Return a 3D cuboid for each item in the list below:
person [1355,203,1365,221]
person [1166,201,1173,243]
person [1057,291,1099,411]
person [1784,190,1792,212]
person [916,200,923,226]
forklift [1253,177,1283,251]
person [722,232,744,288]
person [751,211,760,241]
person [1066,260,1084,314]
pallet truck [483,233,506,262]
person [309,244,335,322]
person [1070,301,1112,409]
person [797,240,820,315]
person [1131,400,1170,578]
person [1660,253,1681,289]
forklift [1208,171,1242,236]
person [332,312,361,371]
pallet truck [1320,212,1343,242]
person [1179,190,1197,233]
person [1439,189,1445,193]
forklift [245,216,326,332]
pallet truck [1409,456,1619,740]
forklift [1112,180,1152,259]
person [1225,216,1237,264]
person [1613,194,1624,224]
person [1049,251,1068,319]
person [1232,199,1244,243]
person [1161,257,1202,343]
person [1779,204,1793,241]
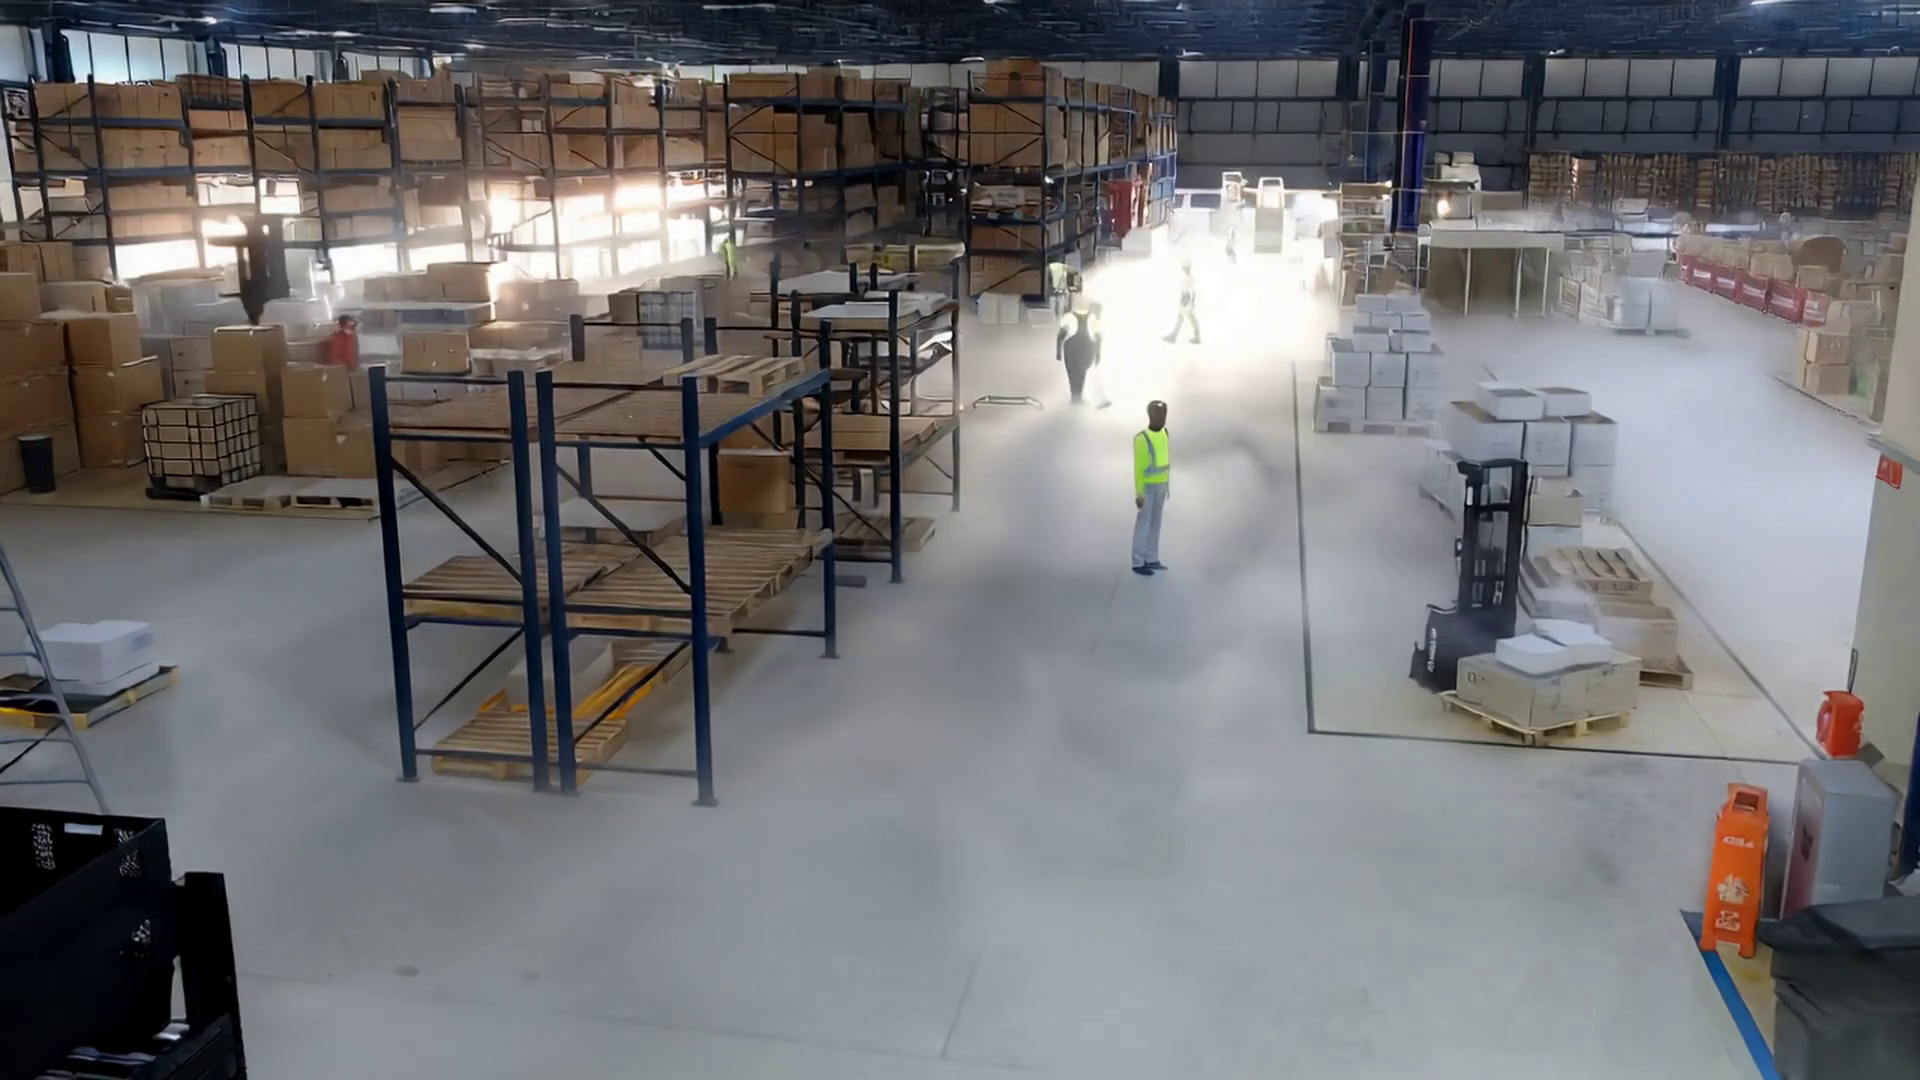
[{"bbox_3d":[15.230,-11.858,63.344,0.394,1.921,0.574,3,14,10],"label":"person"},{"bbox_3d":[8.703,-13.232,69.262,0.374,1.752,0.515,5,15,19],"label":"person"},{"bbox_3d":[1.963,-3.221,28.011,0.691,2.000,1.040,-4,14,-15],"label":"person"},{"bbox_3d":[40.111,-16.059,80.528,0.397,1.847,0.564,1,14,3],"label":"person"},{"bbox_3d":[-2.001,-16.497,82.125,0.552,1.935,0.367,-4,14,-15],"label":"person"},{"bbox_3d":[12.083,-12.747,64.956,1.129,2.768,1.873,3,14,10],"label":"forklift"},{"bbox_3d":[-6.444,-7.834,47.187,0.637,1.831,0.537,3,14,12],"label":"person"},{"bbox_3d":[-8.596,-13.379,70.089,0.498,1.633,0.282,12,18,39],"label":"person"},{"bbox_3d":[2.704,-5.727,39.032,0.338,1.640,0.524,-11,18,-38],"label":"person"},{"bbox_3d":[-11.832,-7.026,43.548,1.885,1.965,0.823,8,16,28],"label":"pallet truck"},{"bbox_3d":[-15.607,-6.290,40.744,0.587,1.911,0.397,-7,16,-27],"label":"person"},{"bbox_3d":[2.240,-3.142,28.135,0.514,1.826,0.587,-8,16,-29],"label":"person"},{"bbox_3d":[-3.728,-6.392,41.015,0.611,1.984,0.408,-6,15,-22],"label":"person"},{"bbox_3d":[2.016,-0.543,17.487,0.350,1.878,0.568,10,17,35],"label":"person"},{"bbox_3d":[18.067,-6.530,42.370,0.496,1.591,0.845,2,14,9],"label":"person"},{"bbox_3d":[12.049,-15.062,74.355,1.129,2.768,1.873,-6,15,-22],"label":"forklift"},{"bbox_3d":[-9.399,-2.533,25.468,0.743,1.924,0.638,3,14,13],"label":"person"},{"bbox_3d":[15.874,-13.227,70.310,0.680,1.201,1.601,10,17,35],"label":"pallet truck"},{"bbox_3d":[10.465,-15.035,76.167,0.930,1.943,0.623,-7,15,-25],"label":"person"},{"bbox_3d":[23.523,-16.251,81.337,0.403,1.835,0.588,7,16,27],"label":"person"},{"bbox_3d":[-14.636,-5.449,35.328,1.873,2.768,1.129,2,14,9],"label":"forklift"},{"bbox_3d":[4.504,0.400,13.395,0.823,1.965,1.885,-6,15,-23],"label":"pallet truck"},{"bbox_3d":[6.082,-11.722,60.796,1.873,2.768,1.129,2,14,9],"label":"forklift"},{"bbox_3d":[9.540,-10.547,58.468,0.419,1.681,0.533,-4,14,-15],"label":"person"},{"bbox_3d":[28.790,-14.219,72.944,0.965,1.896,0.639,9,16,32],"label":"person"},{"bbox_3d":[2.445,-6.342,41.392,0.547,1.695,0.320,10,17,35],"label":"person"},{"bbox_3d":[11.609,-13.374,69.696,0.403,1.822,0.591,-8,16,-29],"label":"person"},{"bbox_3d":[4.902,-5.263,36.588,0.922,1.893,0.568,1,14,3],"label":"person"},{"bbox_3d":[32.774,-12.422,65.935,0.328,1.765,0.532,-2,14,-7],"label":"person"}]
